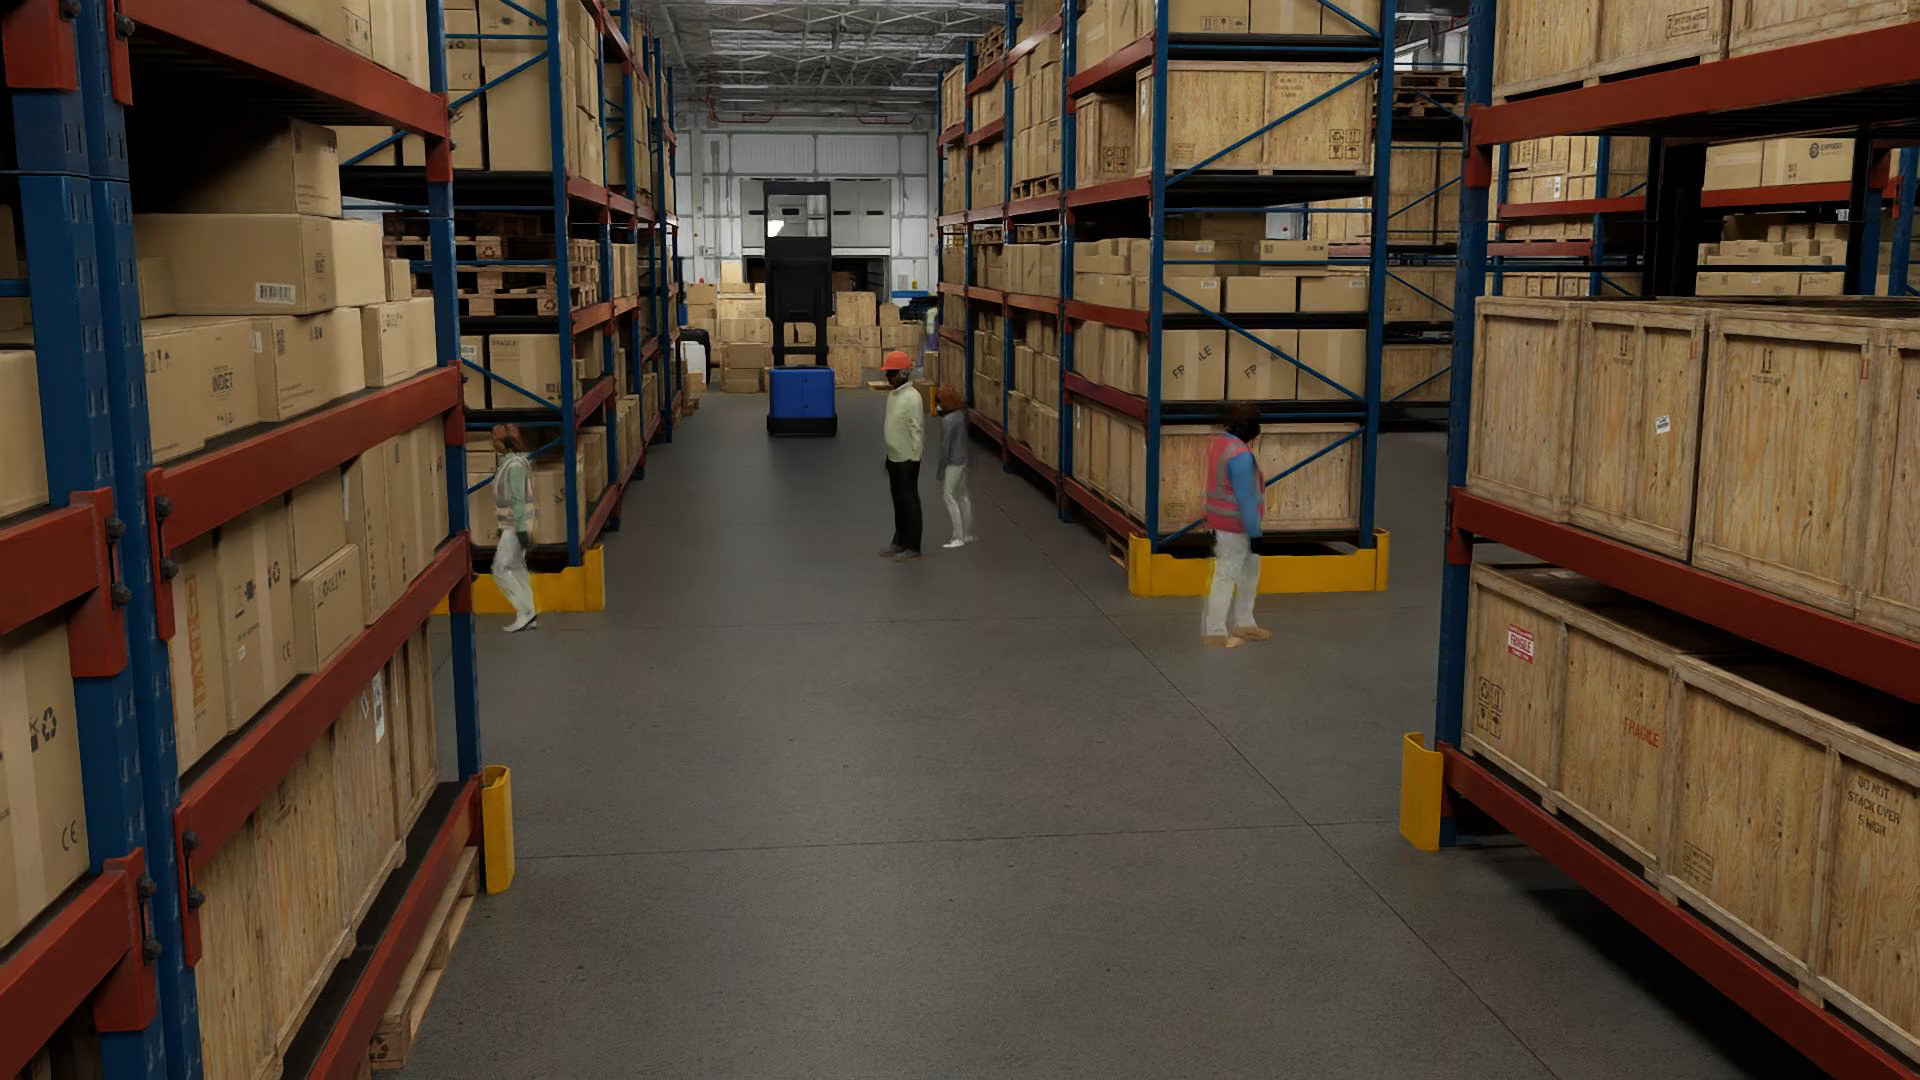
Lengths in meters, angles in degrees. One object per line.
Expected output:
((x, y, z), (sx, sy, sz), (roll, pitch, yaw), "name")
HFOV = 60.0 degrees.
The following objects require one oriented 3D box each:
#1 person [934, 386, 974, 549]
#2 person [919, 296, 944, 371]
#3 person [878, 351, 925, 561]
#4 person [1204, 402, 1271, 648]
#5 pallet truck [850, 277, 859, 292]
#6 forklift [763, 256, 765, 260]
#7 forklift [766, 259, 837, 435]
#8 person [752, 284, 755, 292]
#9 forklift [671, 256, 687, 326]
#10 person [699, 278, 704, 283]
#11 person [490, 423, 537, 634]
((-0.058, -0.740, 16.569), (0.325, 1.611, 0.647), (3, 10, 19), "person")
((-0.594, -5.132, 41.450), (1.055, 1.853, 0.594), (-4, 11, -23), "person")
((-0.562, -0.801, 15.809), (0.401, 1.990, 0.622), (-5, 11, -27), "person")
((2.114, -0.099, 12.211), (0.681, 1.819, 0.664), (-1, 10, -3), "person")
((-3.782, -9.391, 65.808), (1.885, 1.965, 0.823), (2, 10, 10), "pallet truck")
((-6.697, -8.975, 60.817), (1.129, 2.768, 1.873), (-7, 12, -34), "forklift")
((-2.599, -3.172, 27.033), (1.129, 2.768, 1.873), (-1, 10, -7), "forklift")
((-7.136, -7.927, 57.636), (1.048, 1.880, 0.655), (2, 10, 9), "person")
((-10.432, -8.868, 60.195), (1.873, 2.768, 1.129), (9, 13, 43), "forklift")
((-10.674, -9.890, 68.928), (0.549, 1.932, 0.384), (-3, 10, -19), "person")
((-3.423, -0.079, 12.676), (0.394, 1.625, 0.547), (-4, 11, -22), "person")
